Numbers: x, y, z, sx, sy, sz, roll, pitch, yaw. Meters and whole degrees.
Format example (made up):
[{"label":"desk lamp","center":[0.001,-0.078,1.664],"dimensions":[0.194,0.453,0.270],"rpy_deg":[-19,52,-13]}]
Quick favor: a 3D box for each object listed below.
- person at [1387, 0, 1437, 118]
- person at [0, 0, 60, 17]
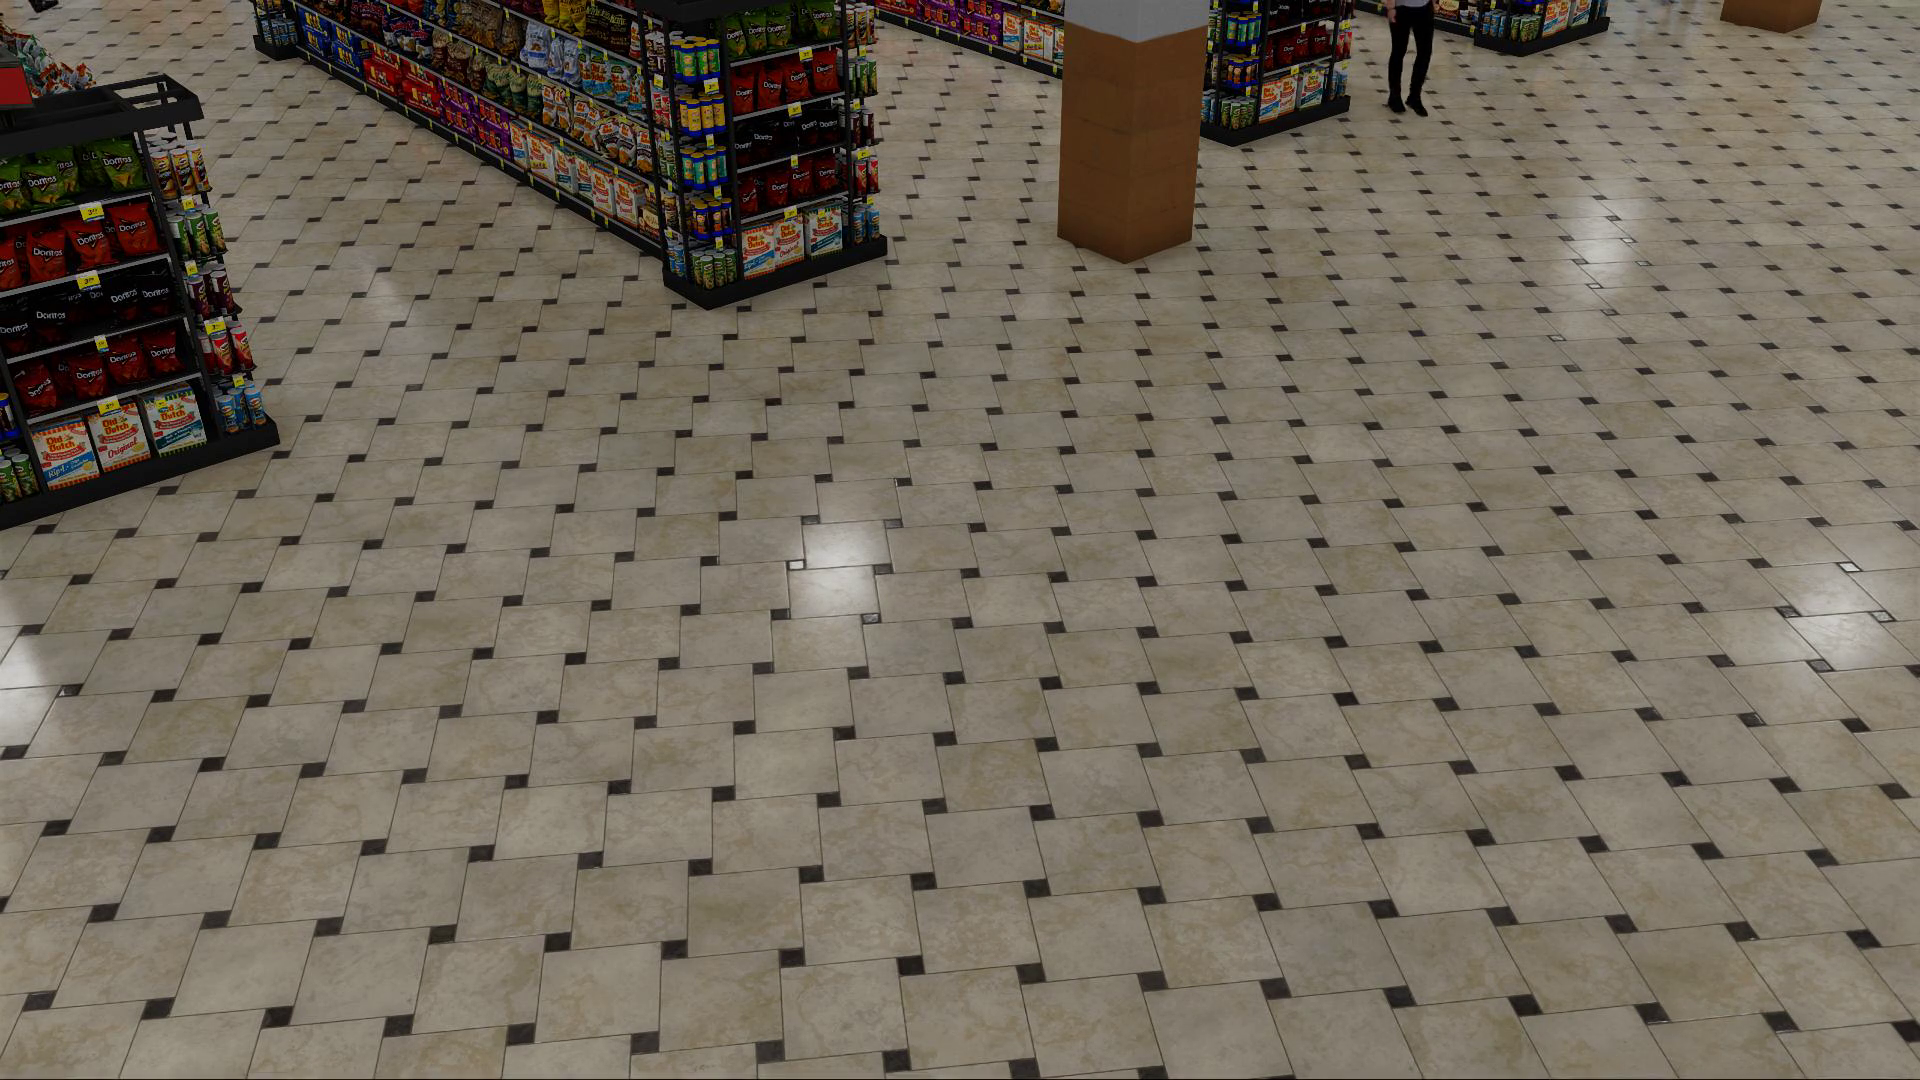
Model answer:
[{"label":"person","center":[3.837,-4.609,14.287],"dimensions":[0.850,1.838,0.897],"rpy_deg":[-5,32,-7]},{"label":"person","center":[-10.023,-6.135,16.887],"dimensions":[0.807,1.682,1.022],"rpy_deg":[-16,35,-23]}]
